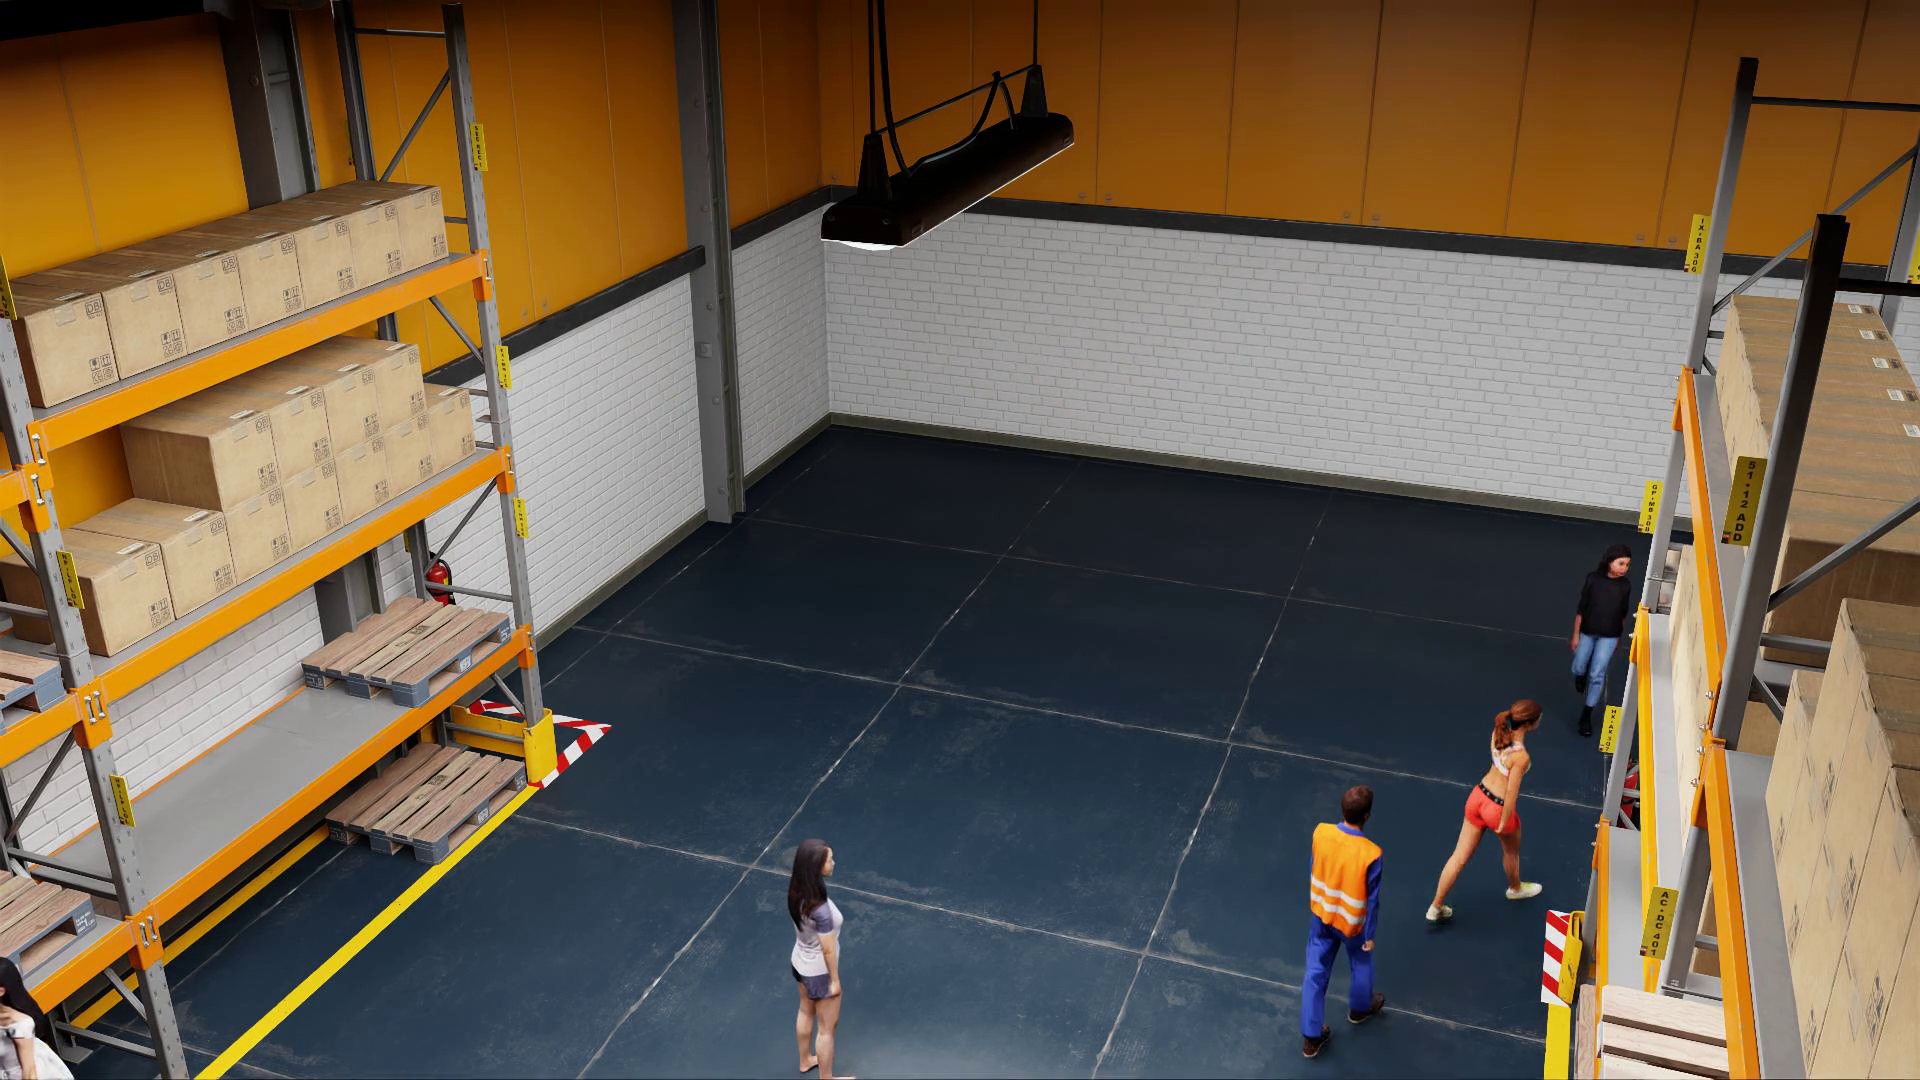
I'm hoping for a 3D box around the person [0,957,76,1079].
[{"bbox_3d":[-4.972,2.965,8.929,0.803,1.769,0.777,-18,29,-35],"label":"person"}]

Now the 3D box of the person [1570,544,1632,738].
[{"bbox_3d":[5.372,0.794,14.026,0.571,1.665,0.941,8,25,18],"label":"person"}]

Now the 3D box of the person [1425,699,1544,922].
[{"bbox_3d":[3.582,1.895,11.430,1.194,1.726,1.136,-11,26,-23],"label":"person"}]

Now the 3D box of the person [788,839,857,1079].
[{"bbox_3d":[-0.863,2.538,9.982,0.719,1.707,0.677,-13,27,-27],"label":"person"}]

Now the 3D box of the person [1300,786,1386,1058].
[{"bbox_3d":[2.284,2.373,10.203,0.952,1.834,1.117,20,31,38],"label":"person"}]
